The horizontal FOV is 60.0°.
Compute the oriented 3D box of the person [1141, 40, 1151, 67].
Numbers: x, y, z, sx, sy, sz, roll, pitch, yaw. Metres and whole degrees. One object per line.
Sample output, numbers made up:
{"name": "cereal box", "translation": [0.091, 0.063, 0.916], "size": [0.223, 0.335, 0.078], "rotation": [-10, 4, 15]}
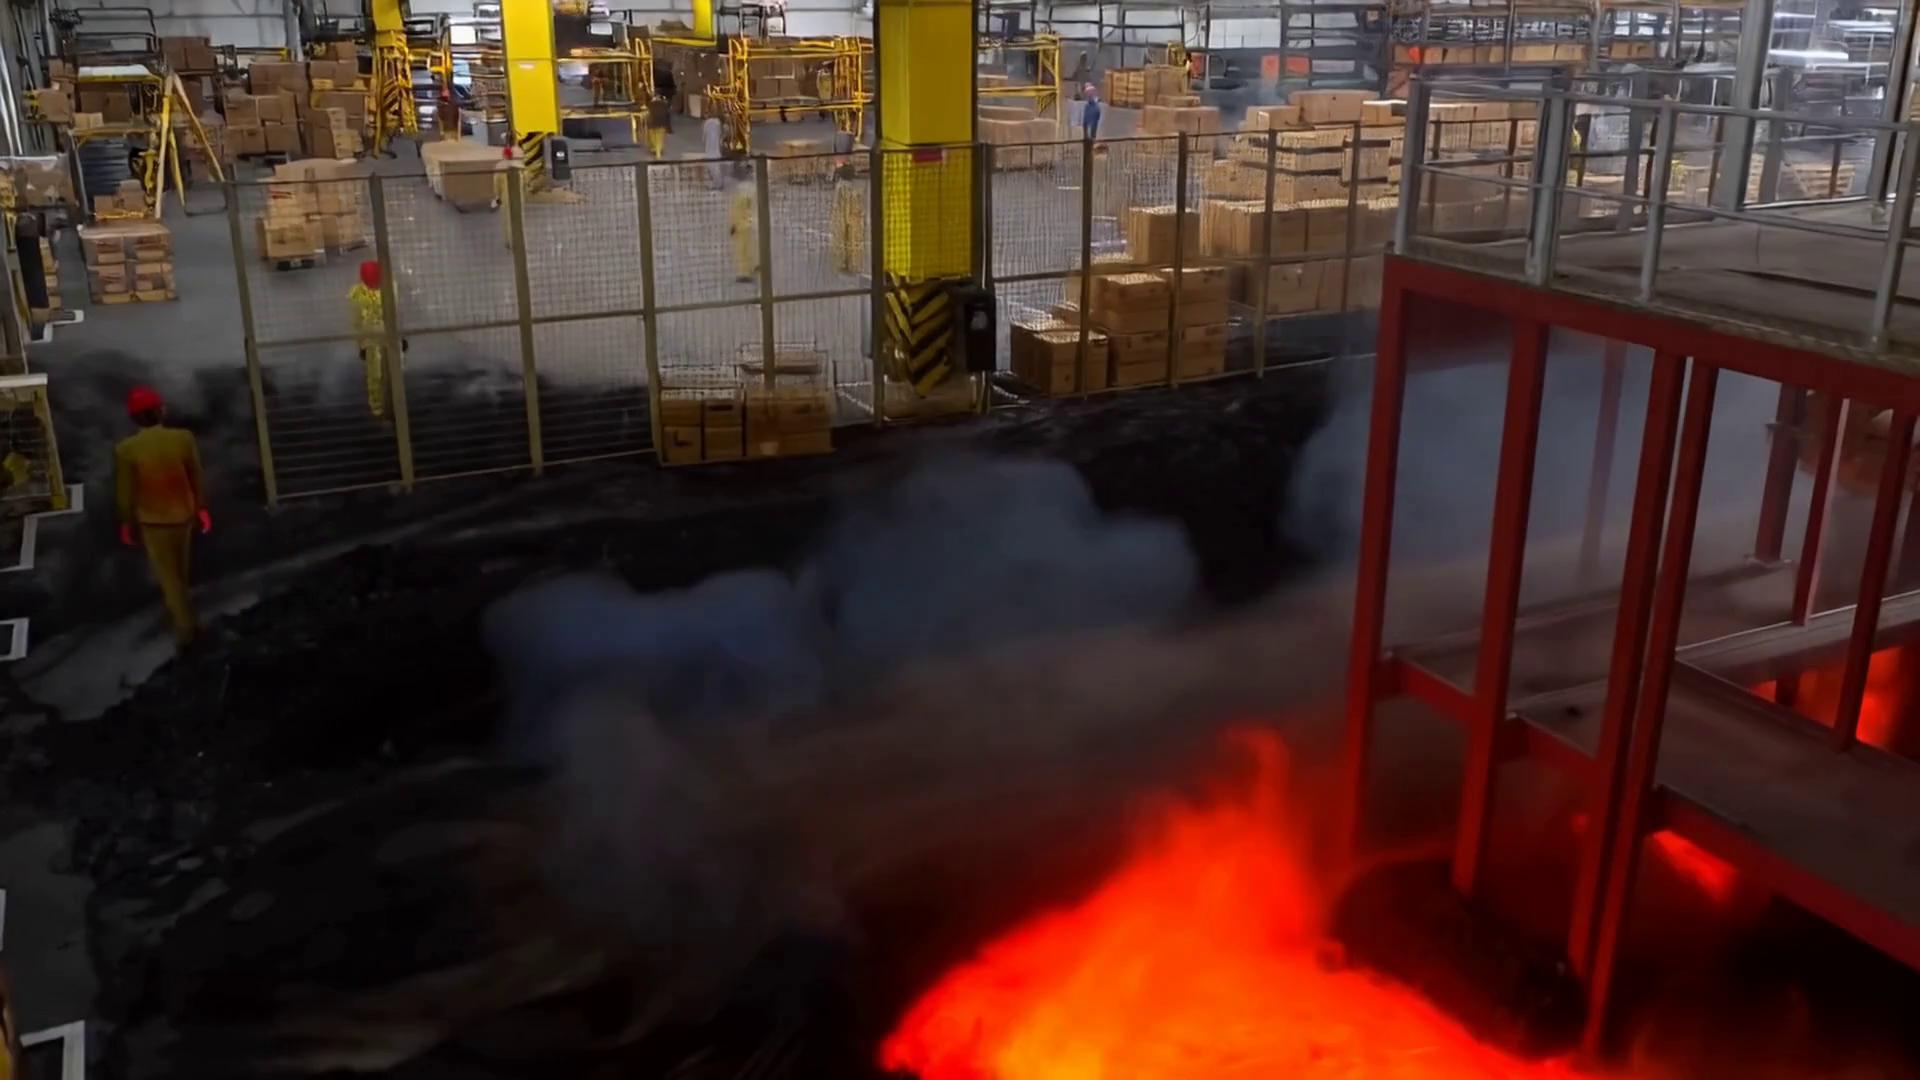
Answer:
{"name": "person", "translation": [8.270, -21.294, 73.979], "size": [0.430, 1.835, 0.625], "rotation": [9, 21, 25]}

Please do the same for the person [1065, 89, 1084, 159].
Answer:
{"name": "person", "translation": [3.045, -11.168, 44.631], "size": [0.581, 1.839, 0.717], "rotation": [-13, 23, -34]}

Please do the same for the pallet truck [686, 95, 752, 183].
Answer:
{"name": "pallet truck", "translation": [-5.836, -9.608, 39.856], "size": [0.823, 1.965, 1.885], "rotation": [10, 22, 27]}

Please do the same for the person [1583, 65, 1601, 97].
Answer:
{"name": "person", "translation": [19.787, -13.852, 52.092], "size": [0.537, 2.000, 0.678], "rotation": [2, 19, 5]}

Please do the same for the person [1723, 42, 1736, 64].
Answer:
{"name": "person", "translation": [32.401, -19.959, 69.979], "size": [0.713, 1.911, 0.587], "rotation": [-11, 22, -28]}

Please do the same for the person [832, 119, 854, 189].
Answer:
{"name": "person", "translation": [-2.622, -8.611, 37.436], "size": [0.534, 1.692, 0.321], "rotation": [8, 21, 22]}

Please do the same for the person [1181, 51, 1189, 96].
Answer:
{"name": "person", "translation": [8.639, -17.849, 63.936], "size": [0.420, 1.874, 0.702], "rotation": [2, 19, 6]}

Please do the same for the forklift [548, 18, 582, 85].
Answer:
{"name": "forklift", "translation": [-17.492, -21.050, 71.690], "size": [1.873, 2.768, 1.129], "rotation": [-12, 22, -31]}

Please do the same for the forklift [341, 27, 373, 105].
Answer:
{"name": "forklift", "translation": [-22.275, -17.346, 60.954], "size": [1.873, 2.768, 1.129], "rotation": [-9, 21, -25]}

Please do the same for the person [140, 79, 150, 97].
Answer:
{"name": "person", "translation": [-25.113, -13.428, 51.484], "size": [0.515, 1.634, 0.313], "rotation": [9, 21, 25]}

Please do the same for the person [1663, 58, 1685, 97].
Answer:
{"name": "person", "translation": [24.332, -15.388, 56.641], "size": [0.677, 1.975, 0.518], "rotation": [12, 22, 31]}

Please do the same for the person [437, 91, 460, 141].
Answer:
{"name": "person", "translation": [-13.172, -10.626, 42.962], "size": [0.561, 1.888, 0.964], "rotation": [-8, 21, -23]}

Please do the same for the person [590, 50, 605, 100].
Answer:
{"name": "person", "translation": [-13.870, -17.794, 63.766], "size": [0.552, 1.893, 1.007], "rotation": [-9, 21, -25]}

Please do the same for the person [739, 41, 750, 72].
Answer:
{"name": "person", "translation": [-9.253, -20.380, 71.171], "size": [0.629, 1.940, 0.373], "rotation": [-6, 20, -18]}

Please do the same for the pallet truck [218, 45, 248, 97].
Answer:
{"name": "pallet truck", "translation": [-28.879, -18.665, 66.111], "size": [0.823, 1.965, 1.885], "rotation": [-3, 19, -9]}

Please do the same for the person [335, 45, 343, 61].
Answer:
{"name": "person", "translation": [-28.304, -22.127, 76.340], "size": [0.619, 1.887, 1.004], "rotation": [4, 19, 11]}

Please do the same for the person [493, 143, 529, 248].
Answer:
{"name": "person", "translation": [-8.149, -6.231, 30.195], "size": [0.608, 1.911, 0.587], "rotation": [-1, 19, -2]}

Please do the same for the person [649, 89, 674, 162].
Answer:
{"name": "person", "translation": [-7.862, -10.910, 43.815], "size": [0.615, 1.868, 1.005], "rotation": [9, 21, 24]}

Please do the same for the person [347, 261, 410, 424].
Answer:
{"name": "person", "translation": [-6.534, -2.238, 18.753], "size": [0.429, 1.829, 0.640], "rotation": [14, 23, 35]}

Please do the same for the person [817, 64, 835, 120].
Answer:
{"name": "person", "translation": [-4.534, -15.094, 56.000], "size": [0.572, 1.848, 0.964], "rotation": [-10, 21, -27]}

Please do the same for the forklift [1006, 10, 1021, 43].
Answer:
{"name": "forklift", "translation": [2.706, -25.353, 84.164], "size": [1.873, 2.768, 1.129], "rotation": [-9, 21, -25]}

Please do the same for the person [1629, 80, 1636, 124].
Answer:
{"name": "person", "translation": [22.175, -14.522, 54.490], "size": [0.547, 1.750, 0.405], "rotation": [-14, 23, -35]}

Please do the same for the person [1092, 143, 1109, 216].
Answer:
{"name": "person", "translation": [2.598, -6.727, 31.923], "size": [0.501, 1.720, 0.701], "rotation": [6, 20, 17]}

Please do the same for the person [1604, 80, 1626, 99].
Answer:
{"name": "person", "translation": [18.892, -12.431, 48.134], "size": [0.651, 1.935, 0.416], "rotation": [11, 22, 30]}

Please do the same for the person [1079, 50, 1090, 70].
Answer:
{"name": "person", "translation": [5.224, -19.672, 69.591], "size": [0.535, 1.621, 0.382], "rotation": [-15, 24, -38]}

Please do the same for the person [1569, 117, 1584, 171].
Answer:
{"name": "person", "translation": [13.169, -8.125, 35.675], "size": [0.391, 1.920, 0.587], "rotation": [14, 24, 36]}

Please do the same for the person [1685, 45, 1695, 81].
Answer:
{"name": "person", "translation": [32.047, -20.831, 72.857], "size": [0.447, 1.680, 0.541], "rotation": [17, 25, 41]}

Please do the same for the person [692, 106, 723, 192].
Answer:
{"name": "person", "translation": [-5.771, -8.913, 37.968], "size": [0.828, 1.909, 0.644], "rotation": [13, 23, 33]}

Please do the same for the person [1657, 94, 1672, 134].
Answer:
{"name": "person", "translation": [17.558, -10.143, 41.523], "size": [0.555, 1.924, 0.485], "rotation": [1, 19, 4]}

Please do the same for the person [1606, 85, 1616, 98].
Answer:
{"name": "person", "translation": [17.739, -11.488, 45.490], "size": [0.513, 1.877, 0.328], "rotation": [-9, 21, -25]}

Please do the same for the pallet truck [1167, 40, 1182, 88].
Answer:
{"name": "pallet truck", "translation": [9.045, -19.971, 69.895], "size": [0.823, 1.965, 1.885], "rotation": [-3, 19, -8]}

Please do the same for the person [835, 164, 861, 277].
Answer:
{"name": "person", "translation": [-1.857, -5.318, 27.654], "size": [0.429, 1.842, 0.637], "rotation": [-2, 19, -6]}

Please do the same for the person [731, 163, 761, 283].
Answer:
{"name": "person", "translation": [-3.474, -5.121, 26.957], "size": [0.476, 1.933, 0.605], "rotation": [5, 20, 15]}

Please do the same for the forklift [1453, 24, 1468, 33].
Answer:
{"name": "forklift", "translation": [18.981, -18.285, 63.674], "size": [1.873, 2.768, 1.129], "rotation": [-9, 21, -25]}

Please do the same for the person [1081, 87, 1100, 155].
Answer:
{"name": "person", "translation": [3.556, -11.414, 45.330], "size": [0.505, 1.840, 0.346], "rotation": [-1, 19, -3]}

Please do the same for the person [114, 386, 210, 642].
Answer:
{"name": "person", "translation": [-6.062, -0.208, 12.663], "size": [0.634, 1.964, 0.844], "rotation": [-17, 25, -41]}
